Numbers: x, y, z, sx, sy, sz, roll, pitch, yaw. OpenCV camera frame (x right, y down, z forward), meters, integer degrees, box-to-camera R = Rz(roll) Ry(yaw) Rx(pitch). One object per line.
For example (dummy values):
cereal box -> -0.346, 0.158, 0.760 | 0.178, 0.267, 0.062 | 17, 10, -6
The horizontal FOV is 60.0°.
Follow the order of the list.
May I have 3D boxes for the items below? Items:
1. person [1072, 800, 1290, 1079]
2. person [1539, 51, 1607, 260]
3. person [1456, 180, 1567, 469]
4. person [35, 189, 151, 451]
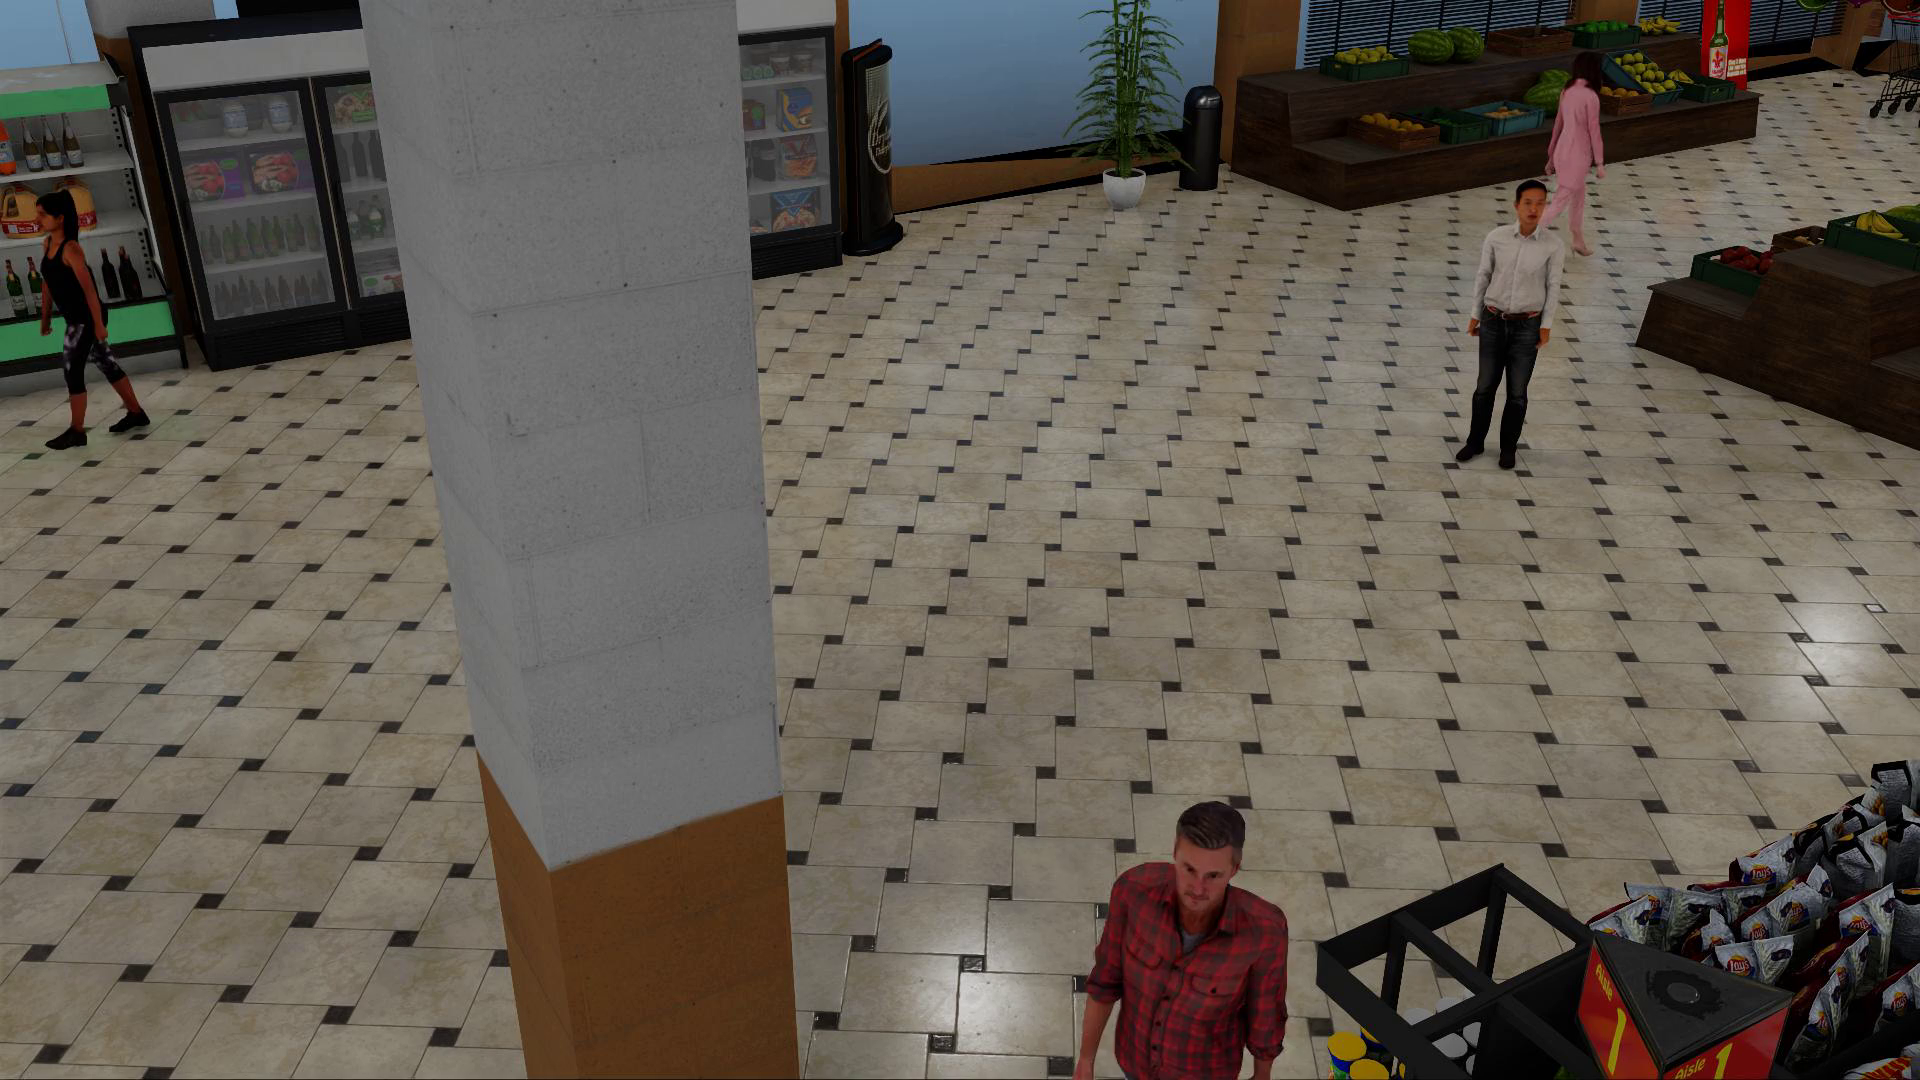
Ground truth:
person -> 0.669, 1.456, 4.827 | 1.059, 1.781, 1.350 | 17, 32, 30
person -> 5.033, -3.120, 13.877 | 1.195, 1.759, 0.804 | -8, 28, -14
person -> 3.421, -1.340, 10.307 | 0.740, 1.813, 0.739 | 14, 30, 26
person -> -5.552, -1.441, 10.698 | 0.961, 1.638, 0.716 | -22, 34, -37
